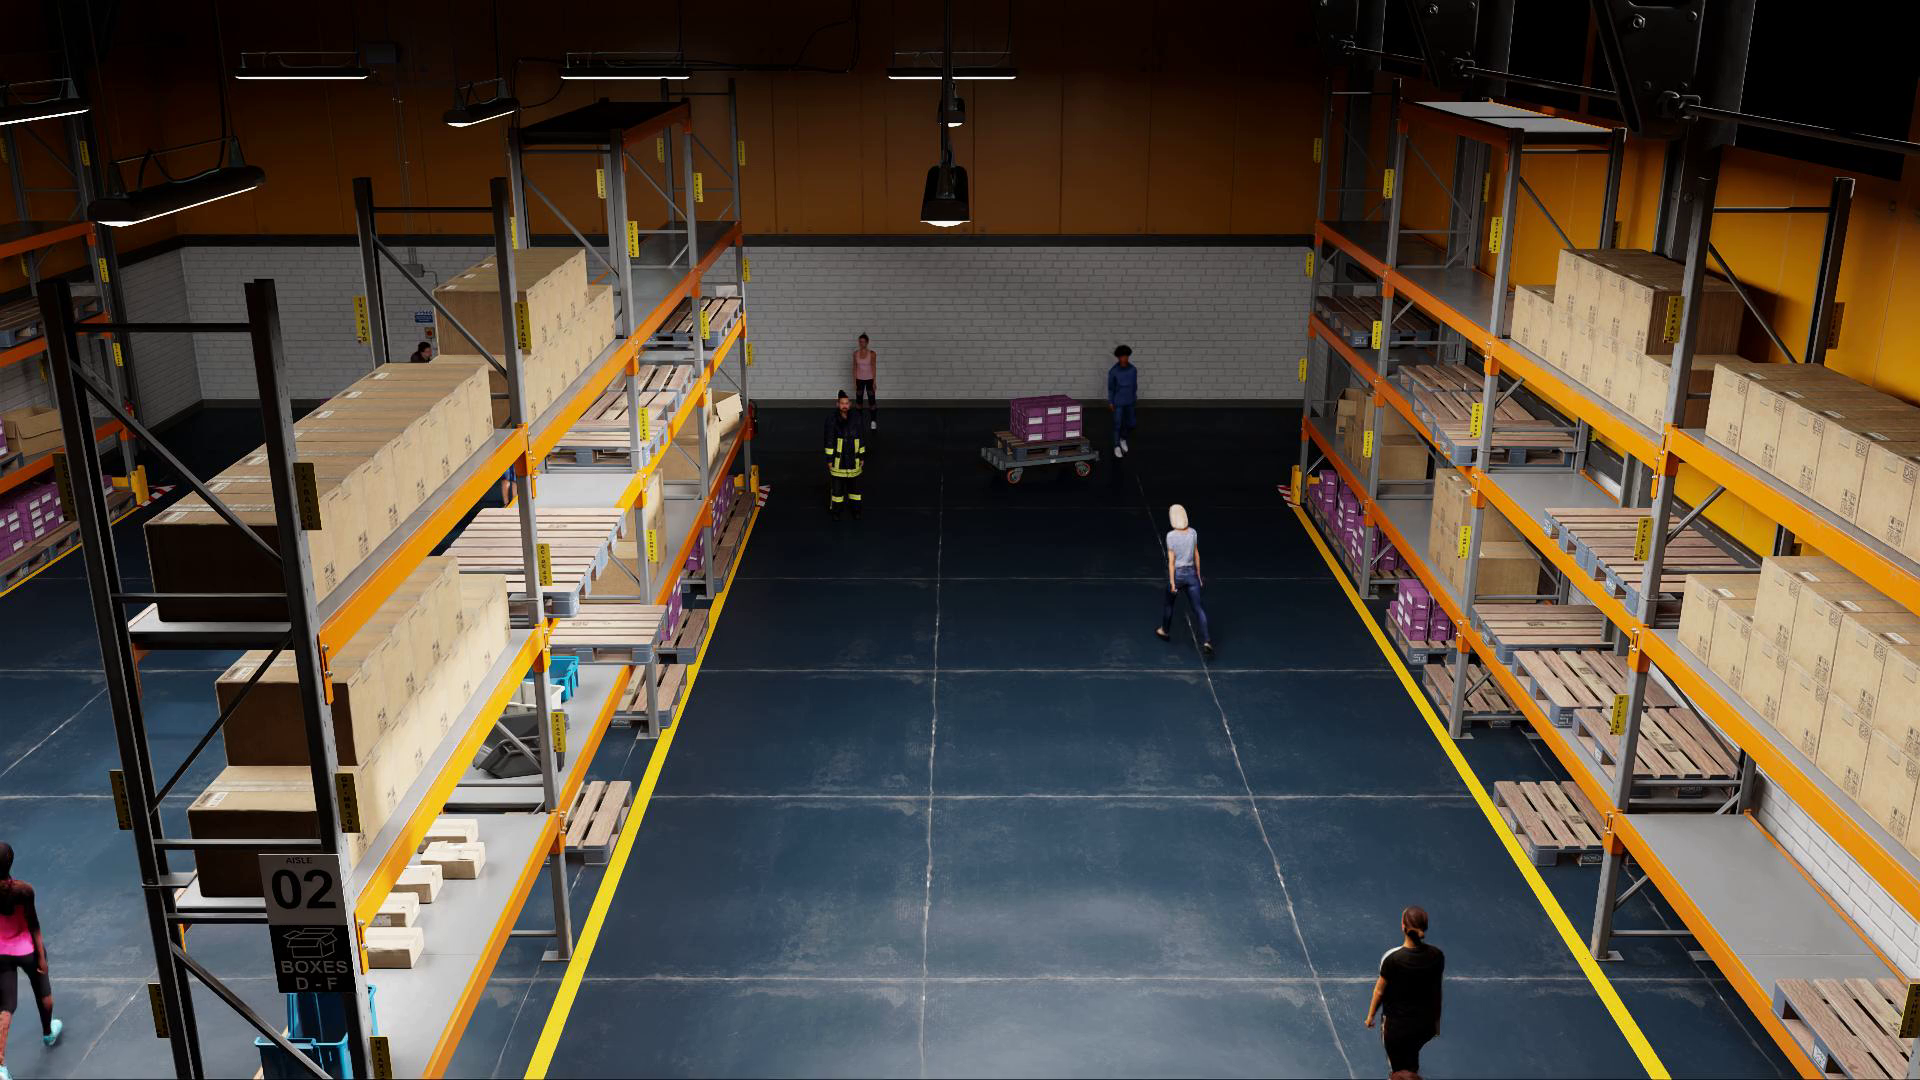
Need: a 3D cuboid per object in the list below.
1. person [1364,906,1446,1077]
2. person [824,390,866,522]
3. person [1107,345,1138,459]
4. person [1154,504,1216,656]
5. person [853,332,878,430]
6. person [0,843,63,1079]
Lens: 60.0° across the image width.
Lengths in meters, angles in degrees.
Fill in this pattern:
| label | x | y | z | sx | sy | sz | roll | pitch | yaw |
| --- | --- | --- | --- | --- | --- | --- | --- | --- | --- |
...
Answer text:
| label | x | y | z | sx | sy | sz | roll | pitch | yaw |
| --- | --- | --- | --- | --- | --- | --- | --- | --- | --- |
| person | 2.927 | 3.167 | 10.727 | 0.676 | 1.650 | 0.781 | -4 | 19 | -12 |
| person | -1.602 | -1.200 | 23.369 | 0.806 | 1.858 | 0.776 | -5 | 19 | -14 |
| person | 2.568 | -2.233 | 26.529 | 0.767 | 1.798 | 0.762 | -6 | 19 | -17 |
| person | 2.554 | 0.482 | 18.677 | 0.923 | 1.665 | 1.266 | -6 | 19 | -17 |
| person | -1.602 | -2.696 | 28.142 | 0.573 | 1.645 | 0.541 | 3 | 19 | 8 |
| person | -6.524 | 2.913 | 11.415 | 0.689 | 1.693 | 1.148 | -3 | 19 | -10 |
